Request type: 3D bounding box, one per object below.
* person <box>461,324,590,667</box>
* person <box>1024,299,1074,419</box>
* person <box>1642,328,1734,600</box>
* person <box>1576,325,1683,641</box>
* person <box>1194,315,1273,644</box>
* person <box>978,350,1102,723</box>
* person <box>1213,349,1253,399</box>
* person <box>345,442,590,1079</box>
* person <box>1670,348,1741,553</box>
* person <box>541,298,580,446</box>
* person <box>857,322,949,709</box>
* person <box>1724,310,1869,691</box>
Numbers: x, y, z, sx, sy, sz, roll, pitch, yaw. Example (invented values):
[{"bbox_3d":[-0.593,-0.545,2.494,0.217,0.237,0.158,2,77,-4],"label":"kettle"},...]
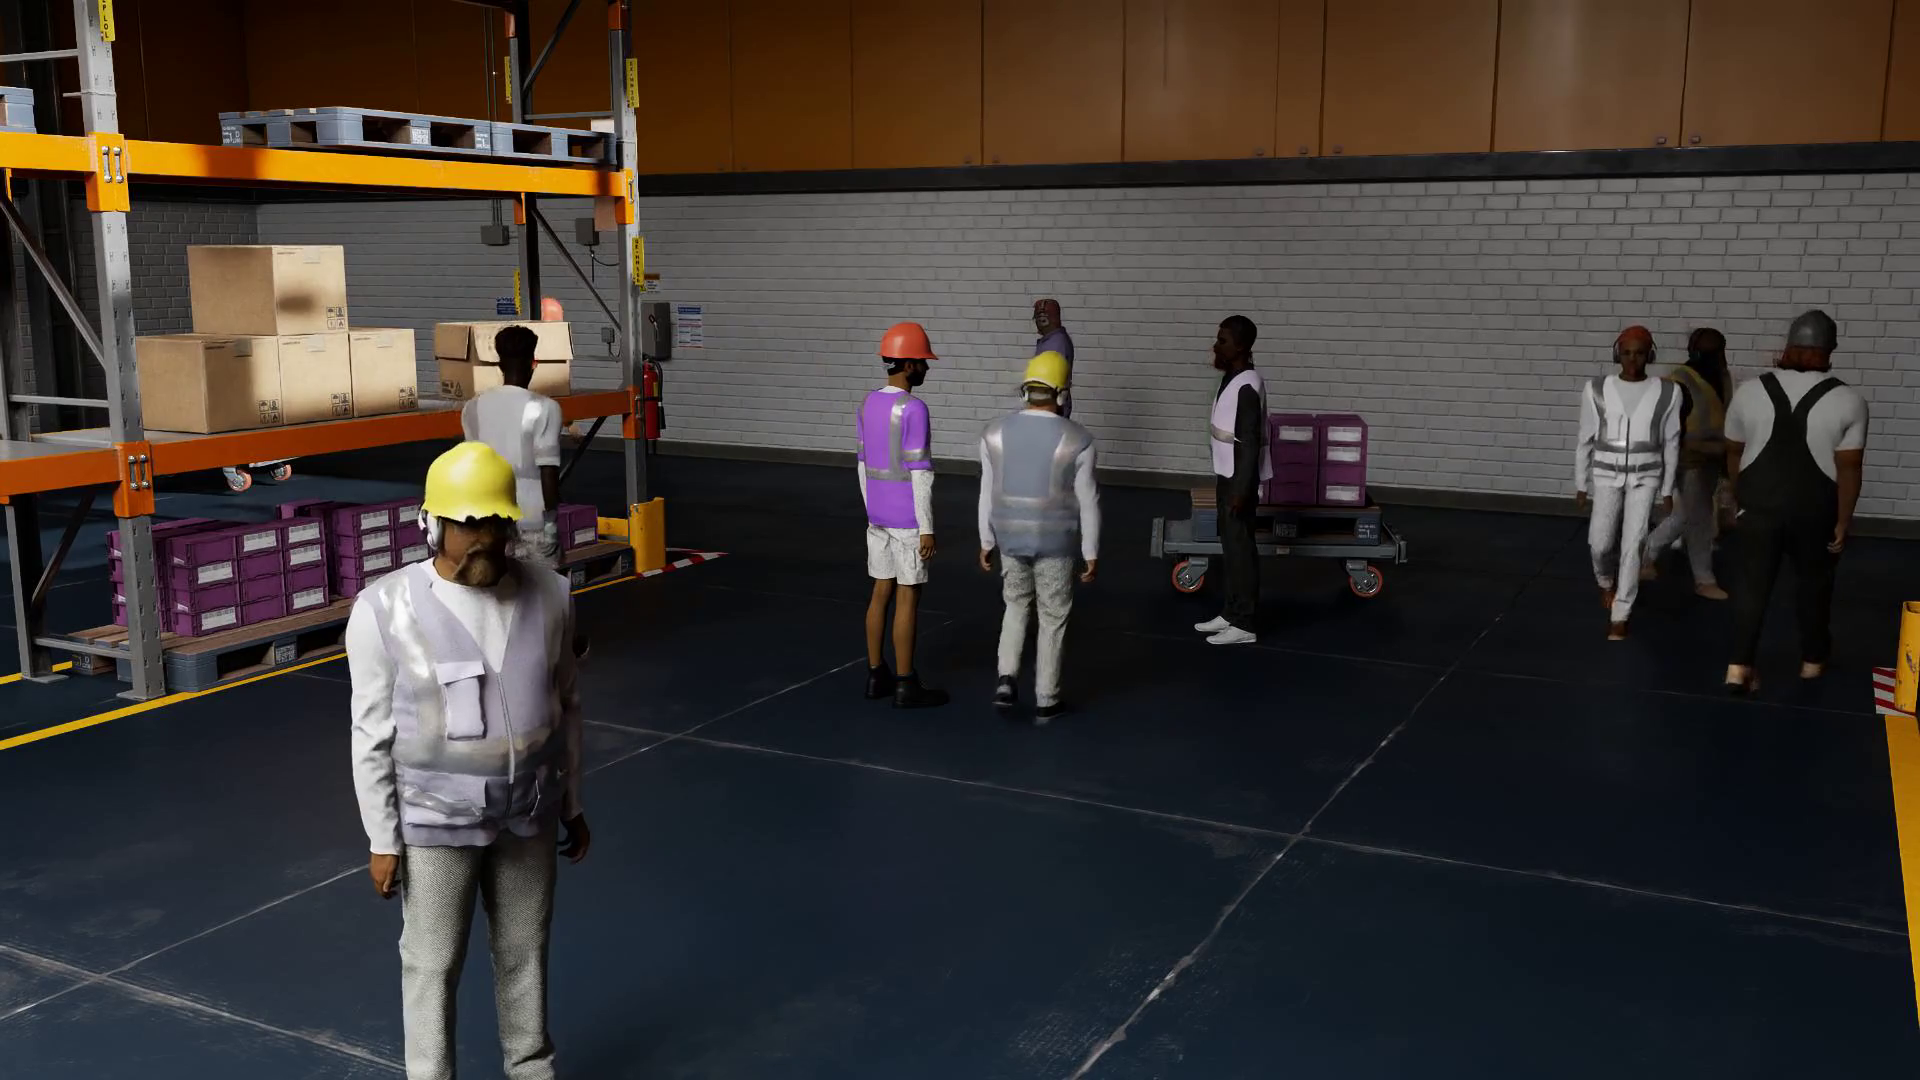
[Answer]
[{"bbox_3d":[-2.327,-0.163,8.728,0.617,1.902,1.066,3,10,17],"label":"person"},{"bbox_3d":[0.734,-1.048,13.852,0.406,1.902,0.636,2,10,10],"label":"person"},{"bbox_3d":[4.844,-0.526,11.143,0.684,1.803,0.775,-8,12,-37],"label":"person"},{"bbox_3d":[3.992,-0.354,9.961,0.572,1.866,0.649,4,11,24],"label":"person"},{"bbox_3d":[1.627,-0.352,9.764,0.391,1.919,0.591,0,10,-2],"label":"person"},{"bbox_3d":[0.390,0.001,8.011,0.611,1.817,0.419,4,11,24],"label":"person"},{"bbox_3d":[2.059,-0.701,12.608,0.417,1.619,0.526,-3,10,-19],"label":"person"},{"bbox_3d":[-1.187,0.667,4.119,0.588,1.831,0.404,-8,13,-39],"label":"person"},{"bbox_3d":[5.661,-0.710,12.664,0.502,1.634,0.291,7,12,34],"label":"person"},{"bbox_3d":[-3.393,-0.936,13.163,0.630,1.943,0.906,8,12,38],"label":"person"},{"bbox_3d":[-0.282,-0.123,8.386,0.371,1.935,0.551,-7,12,-35],"label":"person"},{"bbox_3d":[4.347,-0.229,8.702,0.689,2.000,1.012,8,13,38],"label":"person"}]
